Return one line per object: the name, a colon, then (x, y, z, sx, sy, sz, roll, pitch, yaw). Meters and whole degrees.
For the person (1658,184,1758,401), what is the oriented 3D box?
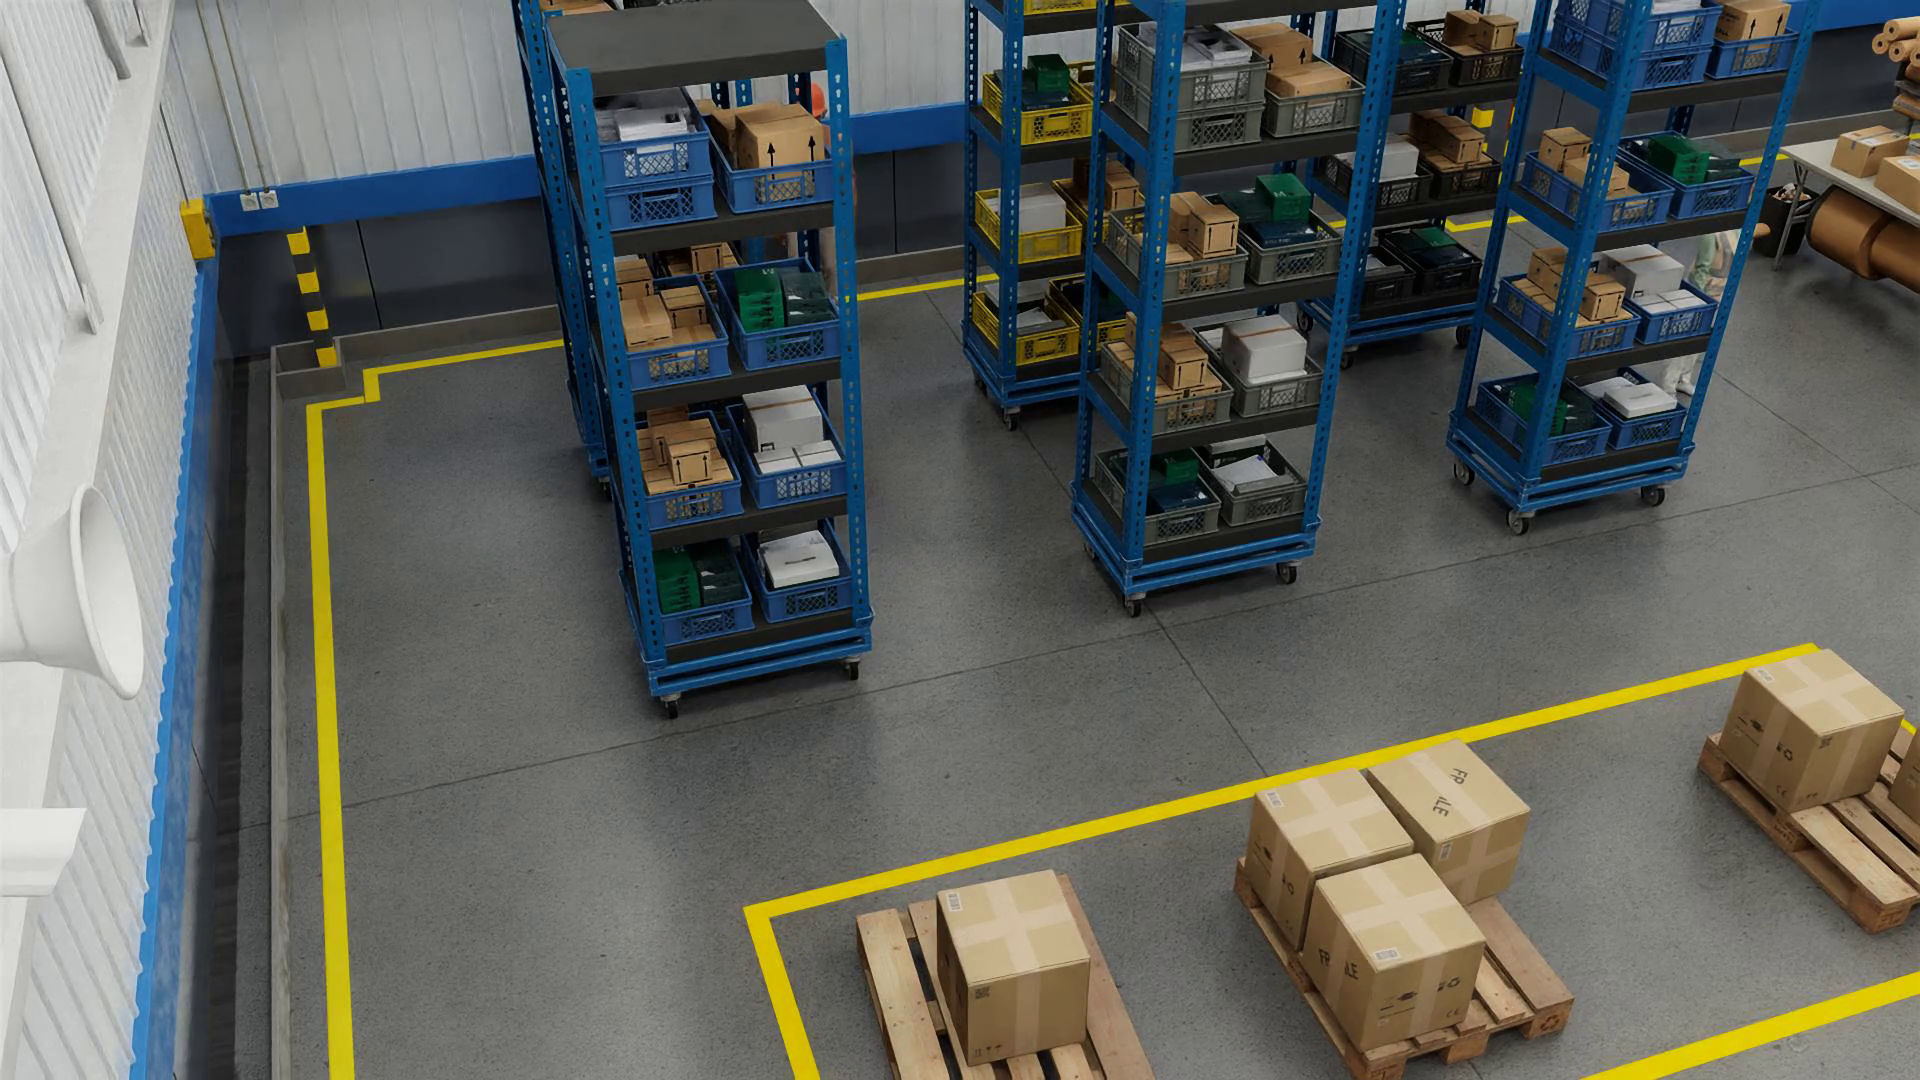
person: (5.031, -1.658, 11.203, 0.512, 1.638, 0.312, -30, 45, -35)

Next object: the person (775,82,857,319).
person: (-1.032, -2.292, 11.808, 0.618, 1.988, 0.404, -5, 35, -7)
